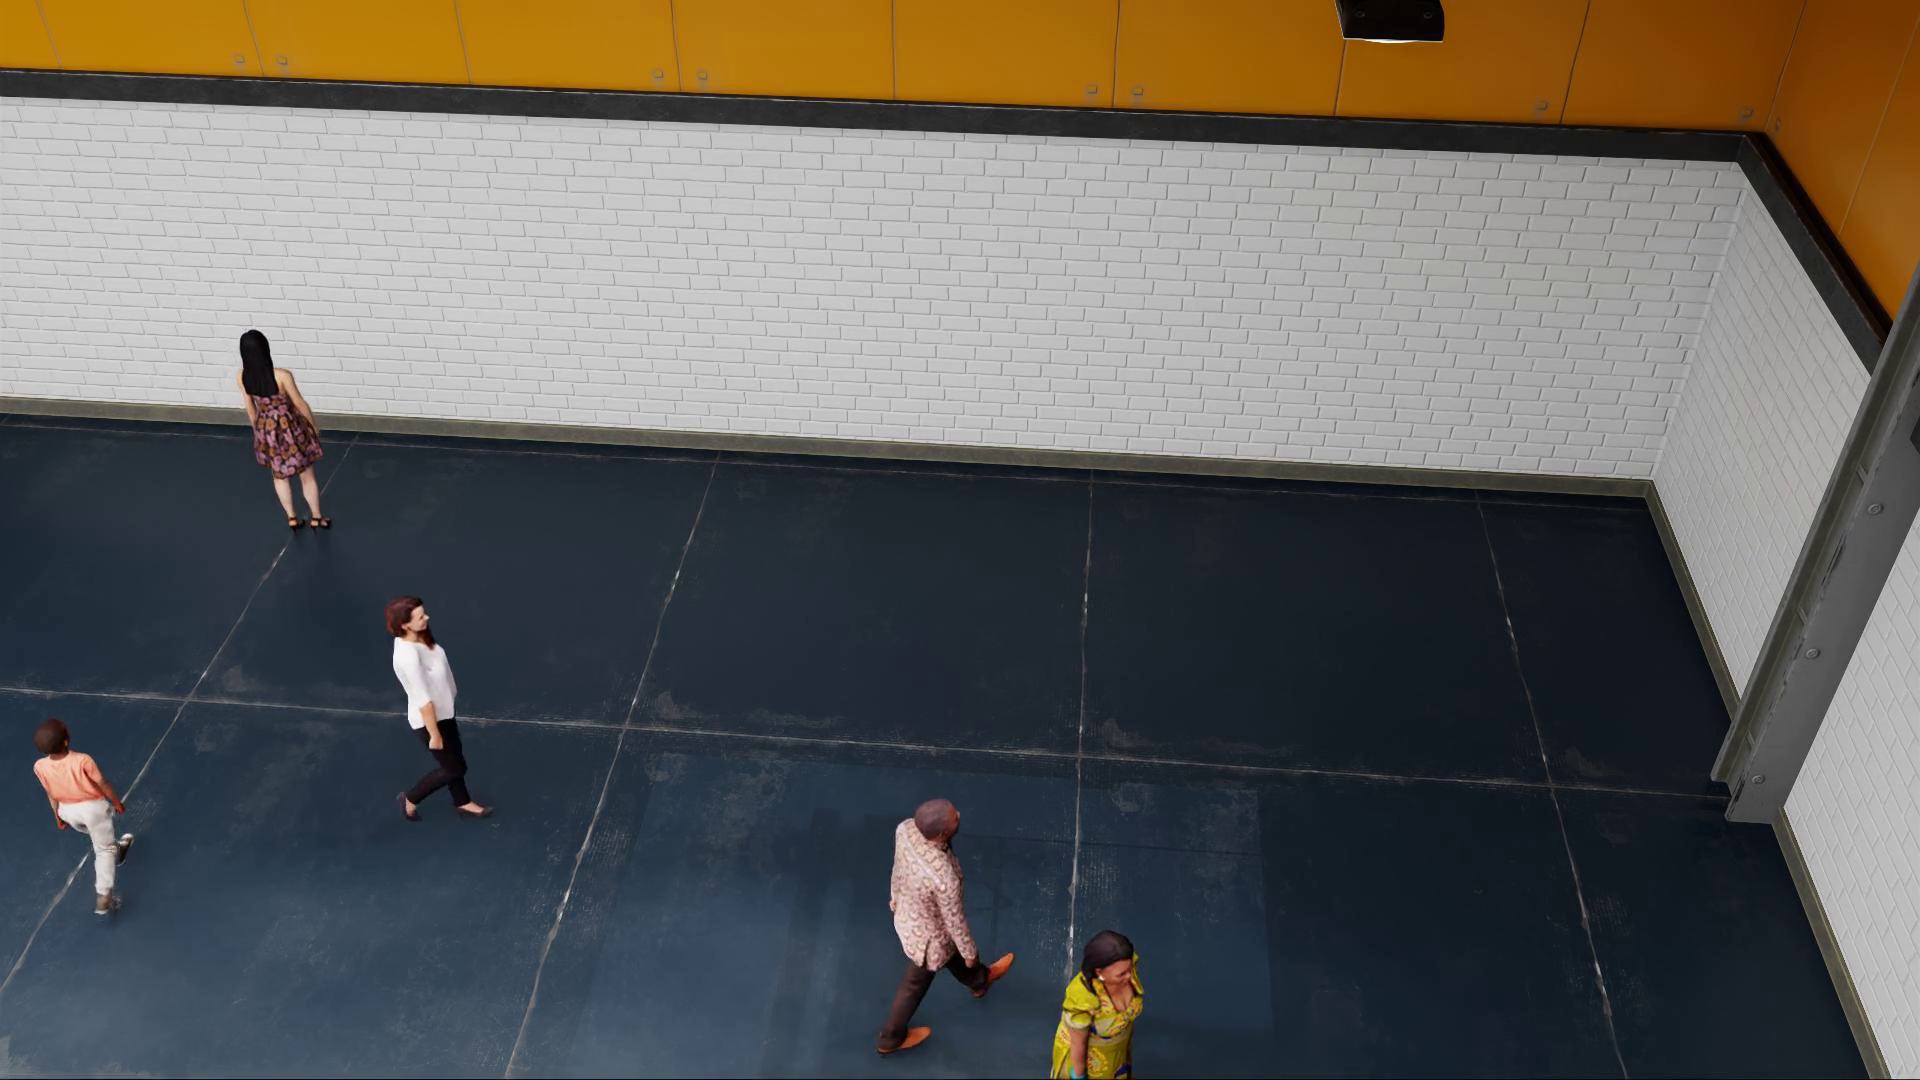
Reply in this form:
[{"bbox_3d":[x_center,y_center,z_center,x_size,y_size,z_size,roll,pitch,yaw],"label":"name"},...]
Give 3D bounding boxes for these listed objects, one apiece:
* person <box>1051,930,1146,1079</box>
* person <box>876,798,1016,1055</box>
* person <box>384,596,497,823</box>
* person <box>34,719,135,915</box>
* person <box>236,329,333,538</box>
[{"bbox_3d":[0.665,2.462,8.128,1.067,1.656,0.952,26,45,29],"label":"person"},{"bbox_3d":[-0.236,2.033,8.579,1.141,1.764,1.205,-16,41,-19],"label":"person"},{"bbox_3d":[-3.185,1.062,9.780,0.828,1.783,0.838,-9,39,-11],"label":"person"},{"bbox_3d":[-5.027,1.577,9.519,0.599,1.303,0.932,-2,39,-3],"label":"person"},{"bbox_3d":[-4.894,-0.742,12.046,0.674,1.773,0.661,0,39,0],"label":"person"}]
